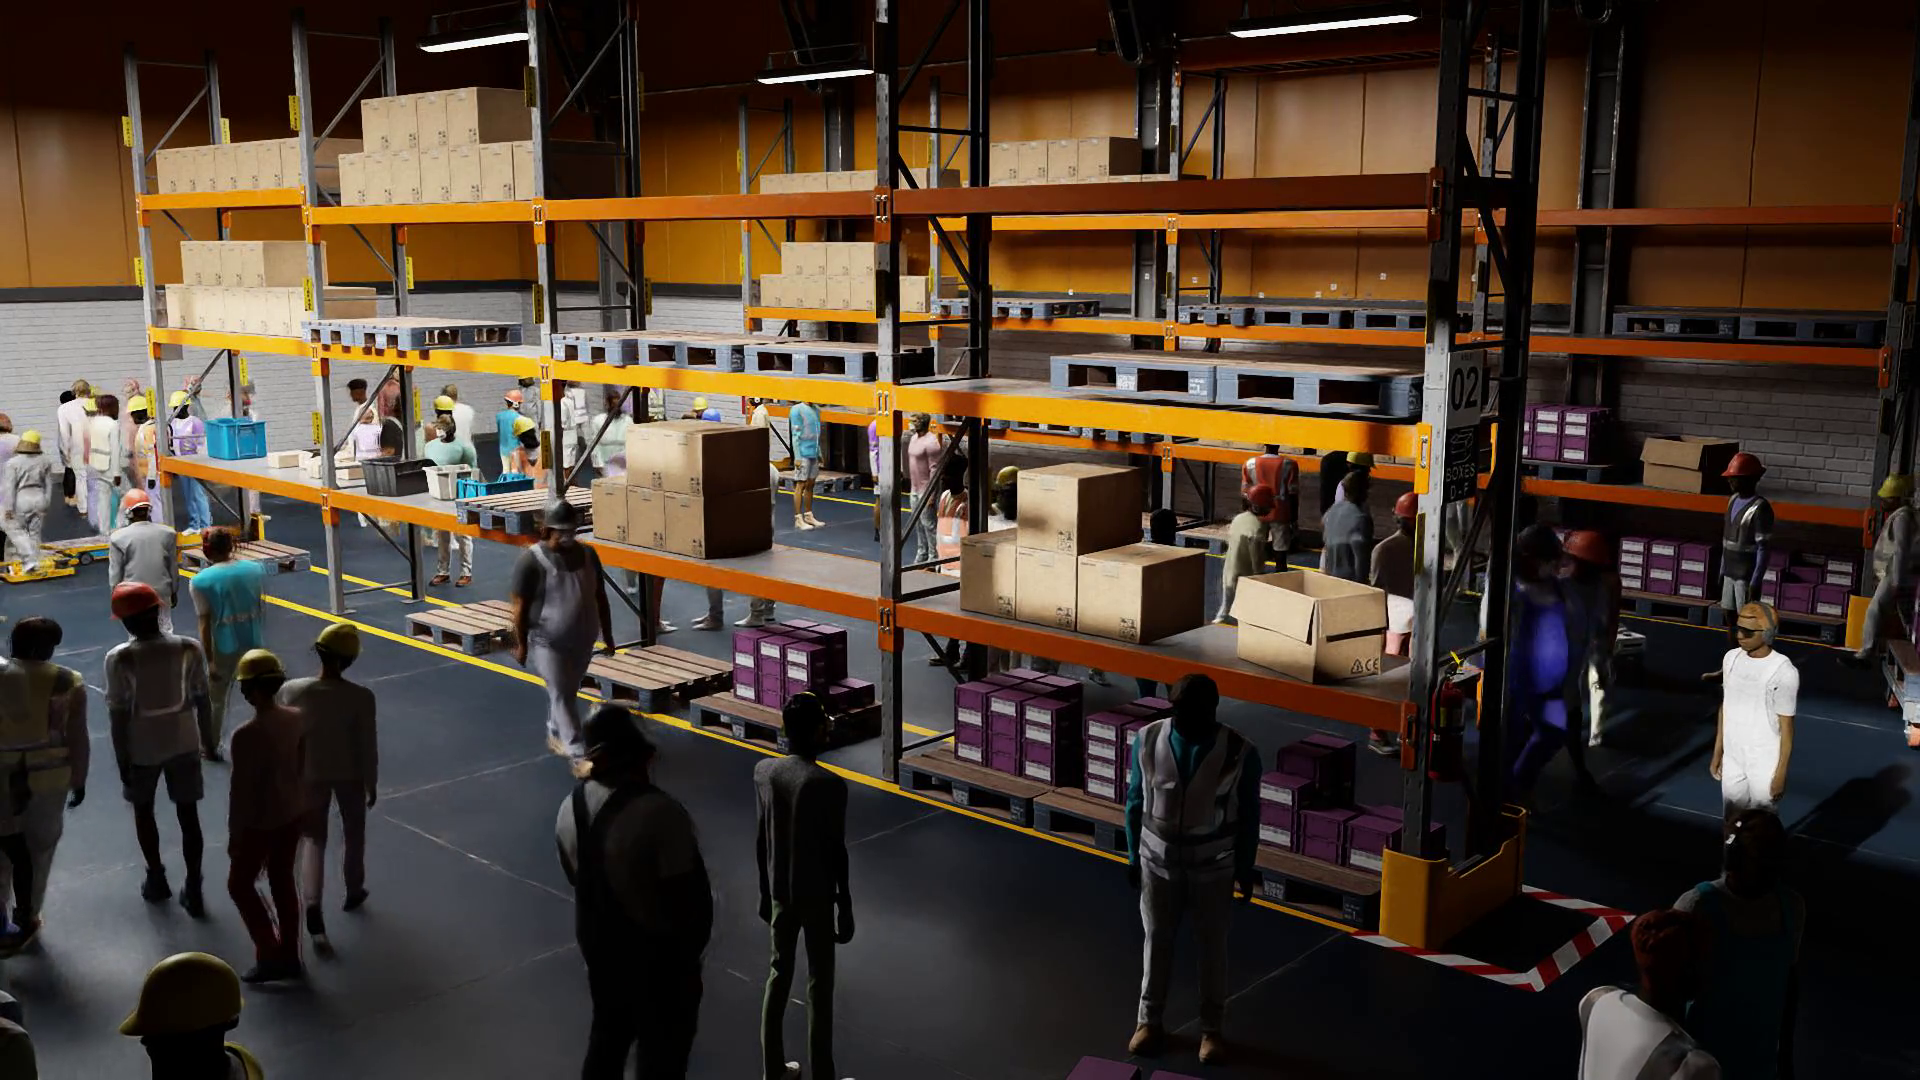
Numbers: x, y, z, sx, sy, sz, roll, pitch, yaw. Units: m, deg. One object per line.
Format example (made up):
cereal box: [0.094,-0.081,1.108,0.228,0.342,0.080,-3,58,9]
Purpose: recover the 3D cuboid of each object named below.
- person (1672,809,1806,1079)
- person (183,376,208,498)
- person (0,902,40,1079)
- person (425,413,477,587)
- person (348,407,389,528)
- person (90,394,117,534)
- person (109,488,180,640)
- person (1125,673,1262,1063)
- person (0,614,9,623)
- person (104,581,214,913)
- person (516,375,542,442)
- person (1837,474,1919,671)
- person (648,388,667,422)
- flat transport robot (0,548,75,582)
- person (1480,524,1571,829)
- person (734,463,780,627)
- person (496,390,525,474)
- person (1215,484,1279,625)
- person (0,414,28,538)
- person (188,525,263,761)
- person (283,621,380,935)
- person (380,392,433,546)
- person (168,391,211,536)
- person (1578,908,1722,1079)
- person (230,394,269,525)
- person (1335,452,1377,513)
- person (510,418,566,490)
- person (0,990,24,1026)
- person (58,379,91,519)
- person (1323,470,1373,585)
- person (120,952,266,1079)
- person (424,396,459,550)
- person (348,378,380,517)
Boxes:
person: [2.747,1.830,5.942,0.503,1.837,0.350,-2,10,-11]
person: [-11.205,-1.459,24.376,0.401,1.894,0.652,-3,11,-18]
person: [-2.893,1.954,4.908,0.618,1.944,0.400,4,11,19]
person: [-5.660,-0.442,18.477,0.627,1.941,0.372,3,10,14]
person: [-7.941,-0.972,22.352,0.518,1.634,0.315,-2,10,-10]
person: [-11.221,-0.993,21.889,0.504,1.839,0.349,8,13,40]
person: [-6.908,0.431,14.092,0.350,1.744,0.566,9,13,41]
person: [1.064,1.510,7.729,0.620,1.840,0.430,3,11,19]
person: [-9.713,-0.077,16.334,0.759,1.969,0.619,-7,12,-36]
person: [-4.558,1.161,9.509,0.594,1.902,0.692,-8,13,-38]
person: [-7.265,-2.015,27.969,0.490,1.730,0.324,2,10,14]
person: [8.212,0.311,14.603,0.737,1.790,0.646,9,14,43]
person: [-5.277,-2.097,28.680,0.307,1.641,0.513,9,14,42]
flat transport robot: [-10.871,0.262,19.211,1.431,0.197,0.652,8,13,40]
person: [3.671,0.870,10.772,0.689,2.000,0.541,-6,11,-29]
person: [-2.045,-0.088,16.569,0.410,1.909,0.643,3,11,18]
person: [-6.355,-1.271,23.730,0.574,1.739,0.353,7,12,35]
person: [2.570,0.348,14.694,0.664,1.702,0.573,-3,10,-17]
person: [-12.294,-0.817,21.458,0.497,1.633,0.279,-1,10,-8]
person: [-5.250,0.781,12.006,1.004,1.795,0.569,8,13,38]
person: [-3.481,1.301,9.222,0.538,1.720,0.759,-1,10,-7]
person: [-6.989,-0.934,20.973,0.731,2.000,0.725,4,11,20]
person: [-10.024,-0.977,21.578,0.591,1.918,0.391,6,12,31]
person: [1.998,1.993,4.930,0.375,1.872,0.589,-2,10,-9]
person: [-9.658,-1.096,22.562,0.495,1.805,0.612,1,10,5]
person: [3.687,0.076,15.599,0.377,1.922,0.585,0,10,2]
person: [-4.713,-0.411,18.519,0.627,1.880,0.691,0,10,1]
person: [-3.059,1.941,5.063,0.591,1.917,0.379,3,10,14]
person: [-12.144,-1.263,23.122,0.630,1.940,0.372,-6,12,-32]
person: [3.226,0.382,13.888,0.382,1.922,0.667,-3,10,-16]
person: [-2.005,2.032,4.518,0.370,1.929,0.585,-6,12,-29]
person: [-6.416,-0.834,20.732,0.594,1.922,0.386,9,13,41]
person: [-8.296,-1.296,23.279,0.395,1.955,0.623,-7,12,-33]
